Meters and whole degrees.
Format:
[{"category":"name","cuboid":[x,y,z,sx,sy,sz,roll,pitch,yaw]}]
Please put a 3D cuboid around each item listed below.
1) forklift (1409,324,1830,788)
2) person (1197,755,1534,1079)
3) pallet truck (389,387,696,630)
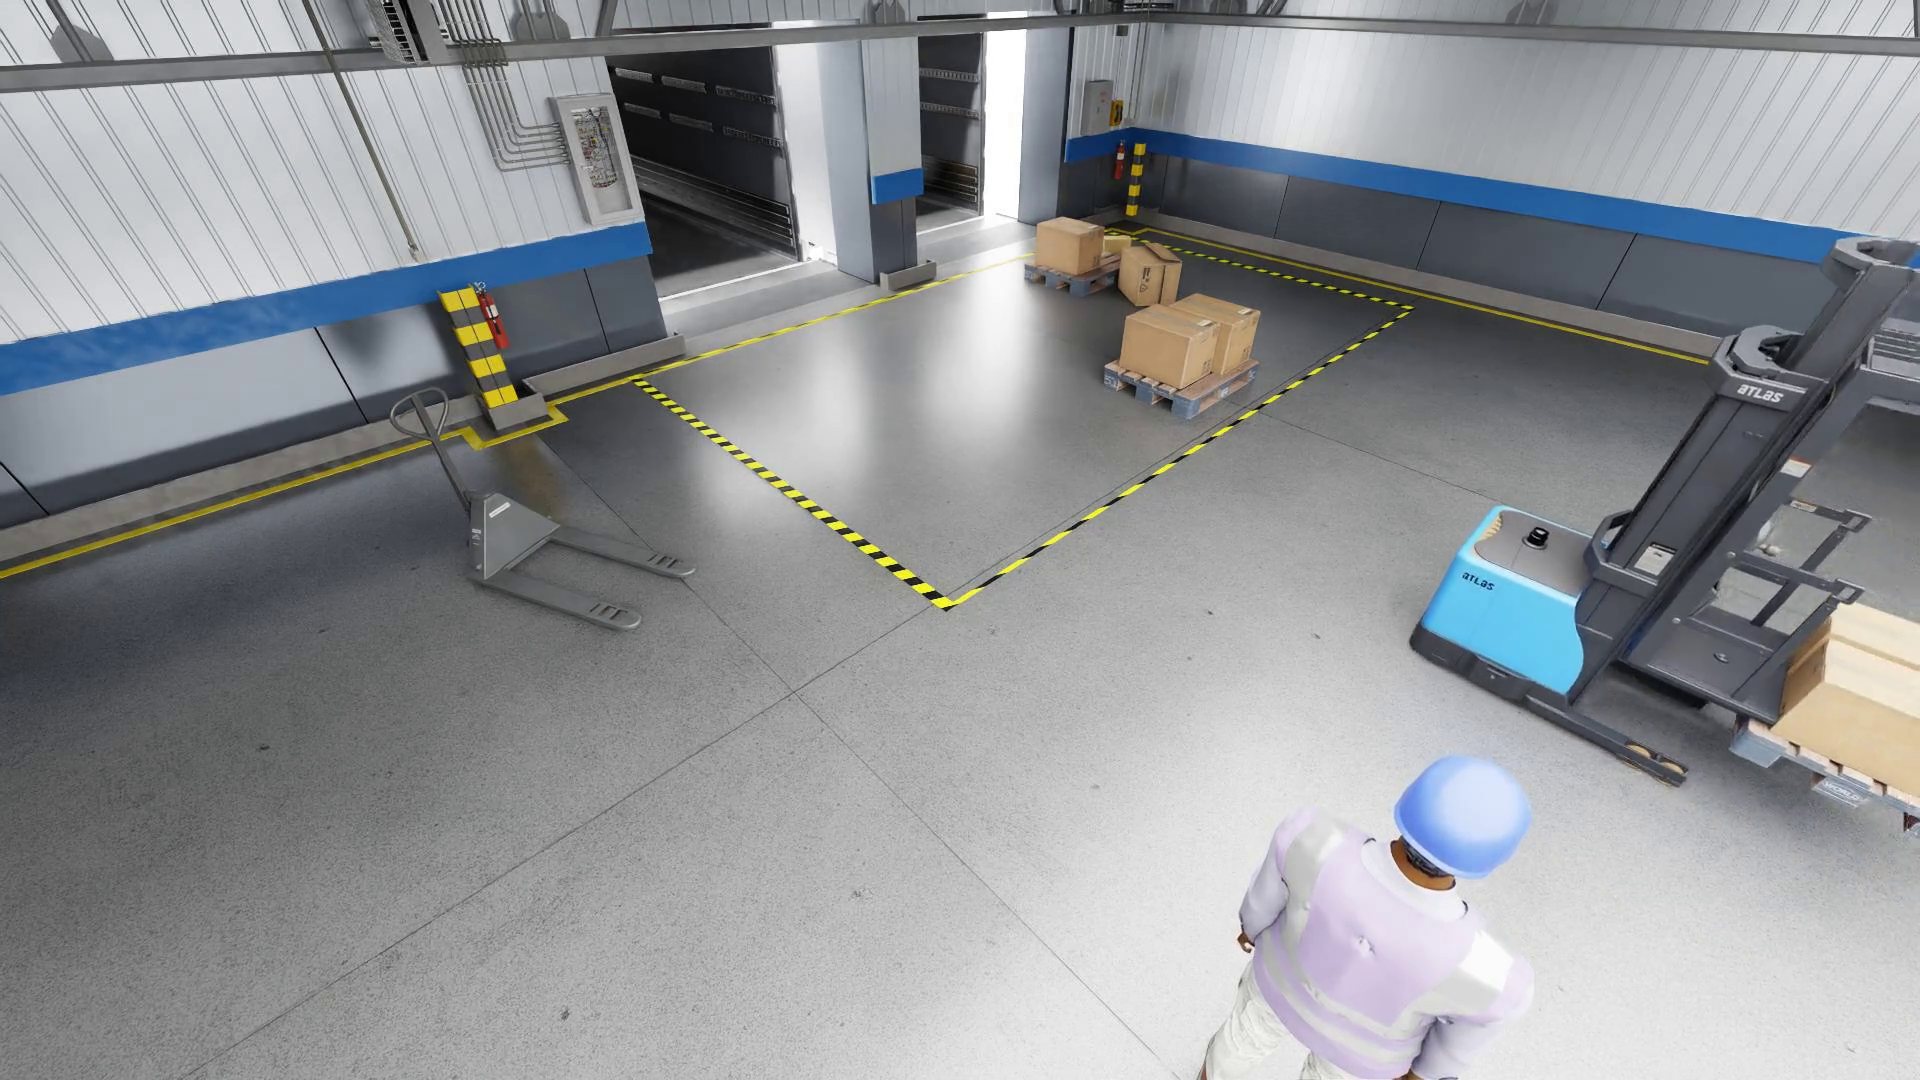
[{"category":"forklift","cuboid":[3.230,-0.086,3.730,0.716,2.013,0.776,-31,47,-33]},{"category":"person","cuboid":[1.051,1.263,2.060,0.384,1.948,0.601,-30,47,-33]},{"category":"pallet truck","cuboid":[-2.613,-0.247,4.593,1.601,1.201,0.680,14,40,17]}]
